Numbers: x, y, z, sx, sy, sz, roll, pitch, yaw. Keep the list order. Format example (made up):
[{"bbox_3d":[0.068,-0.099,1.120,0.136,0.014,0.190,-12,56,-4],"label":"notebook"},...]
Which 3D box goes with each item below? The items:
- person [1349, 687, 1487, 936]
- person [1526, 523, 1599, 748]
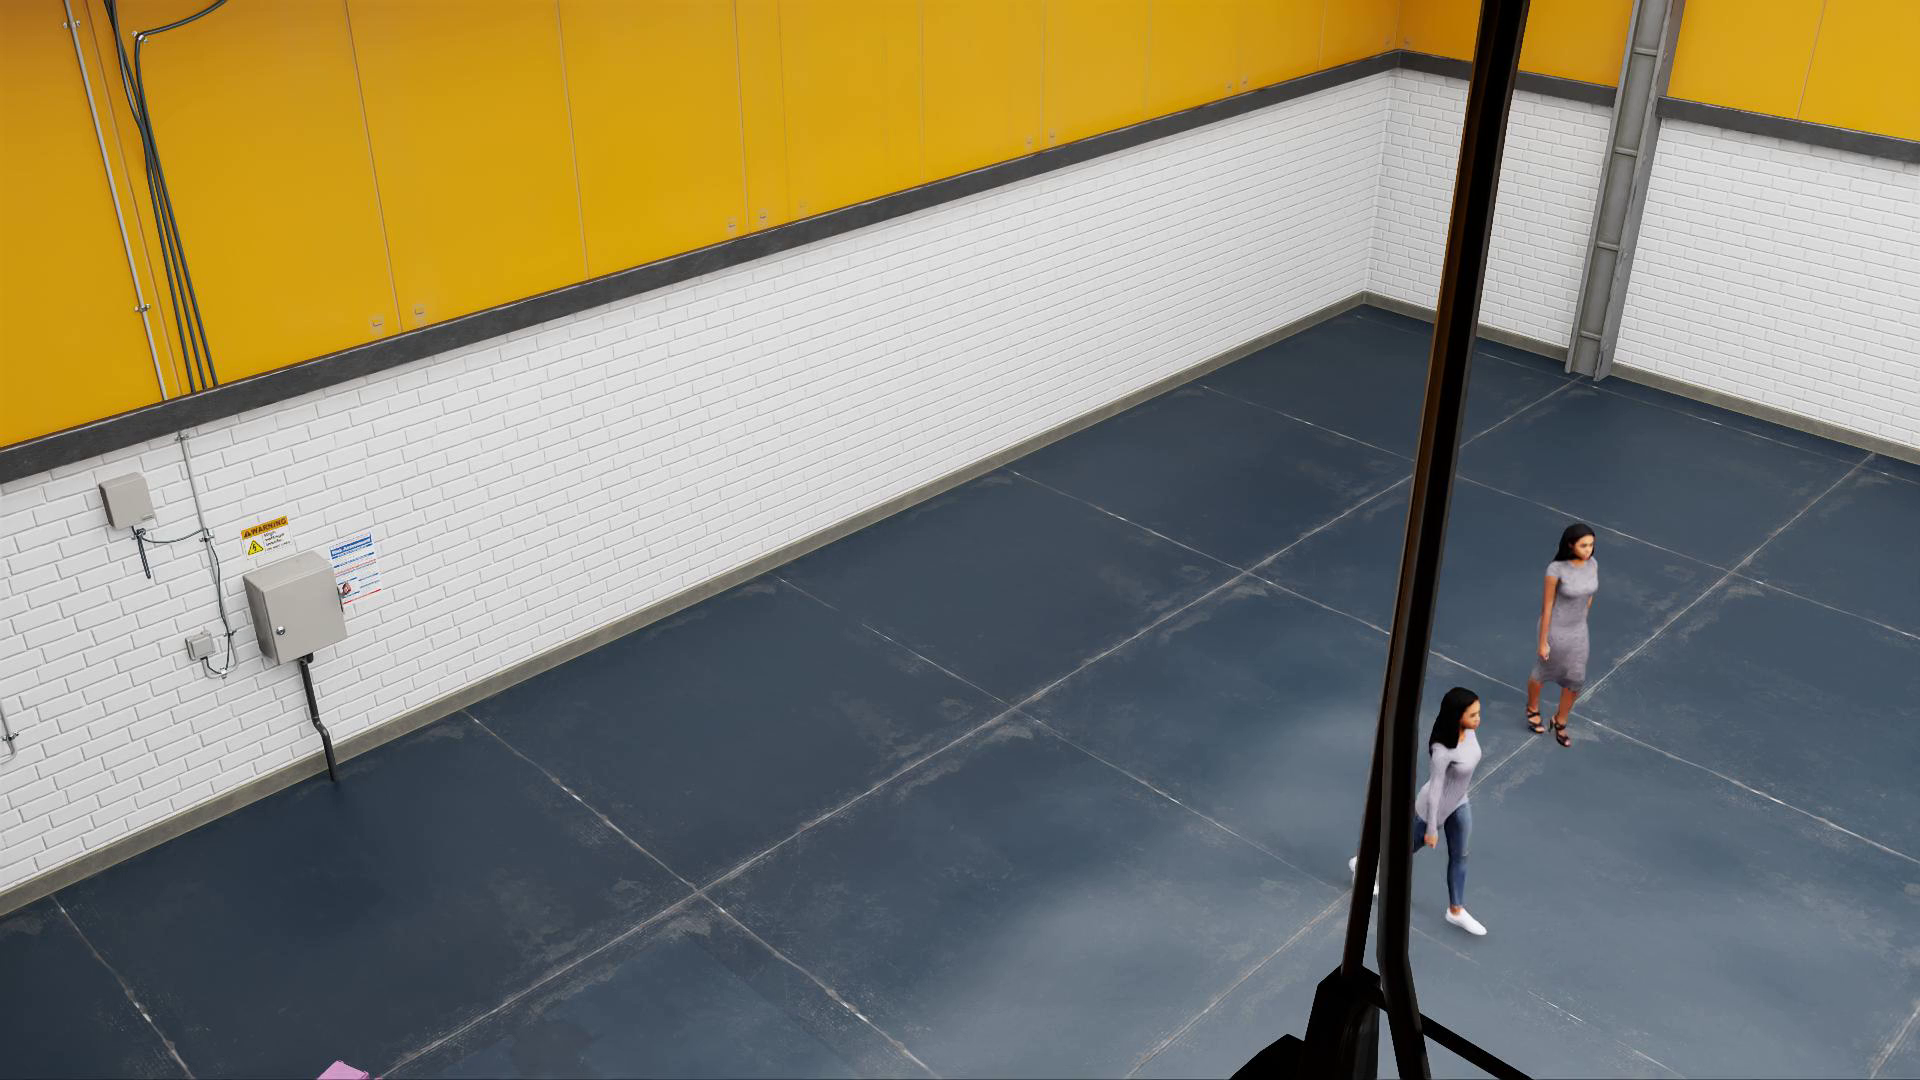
[{"bbox_3d":[2.871,1.626,10.302,1.163,1.693,0.673,24,37,37],"label":"person"},{"bbox_3d":[4.295,0.639,12.037,0.758,1.766,0.822,-6,29,-12],"label":"person"}]
